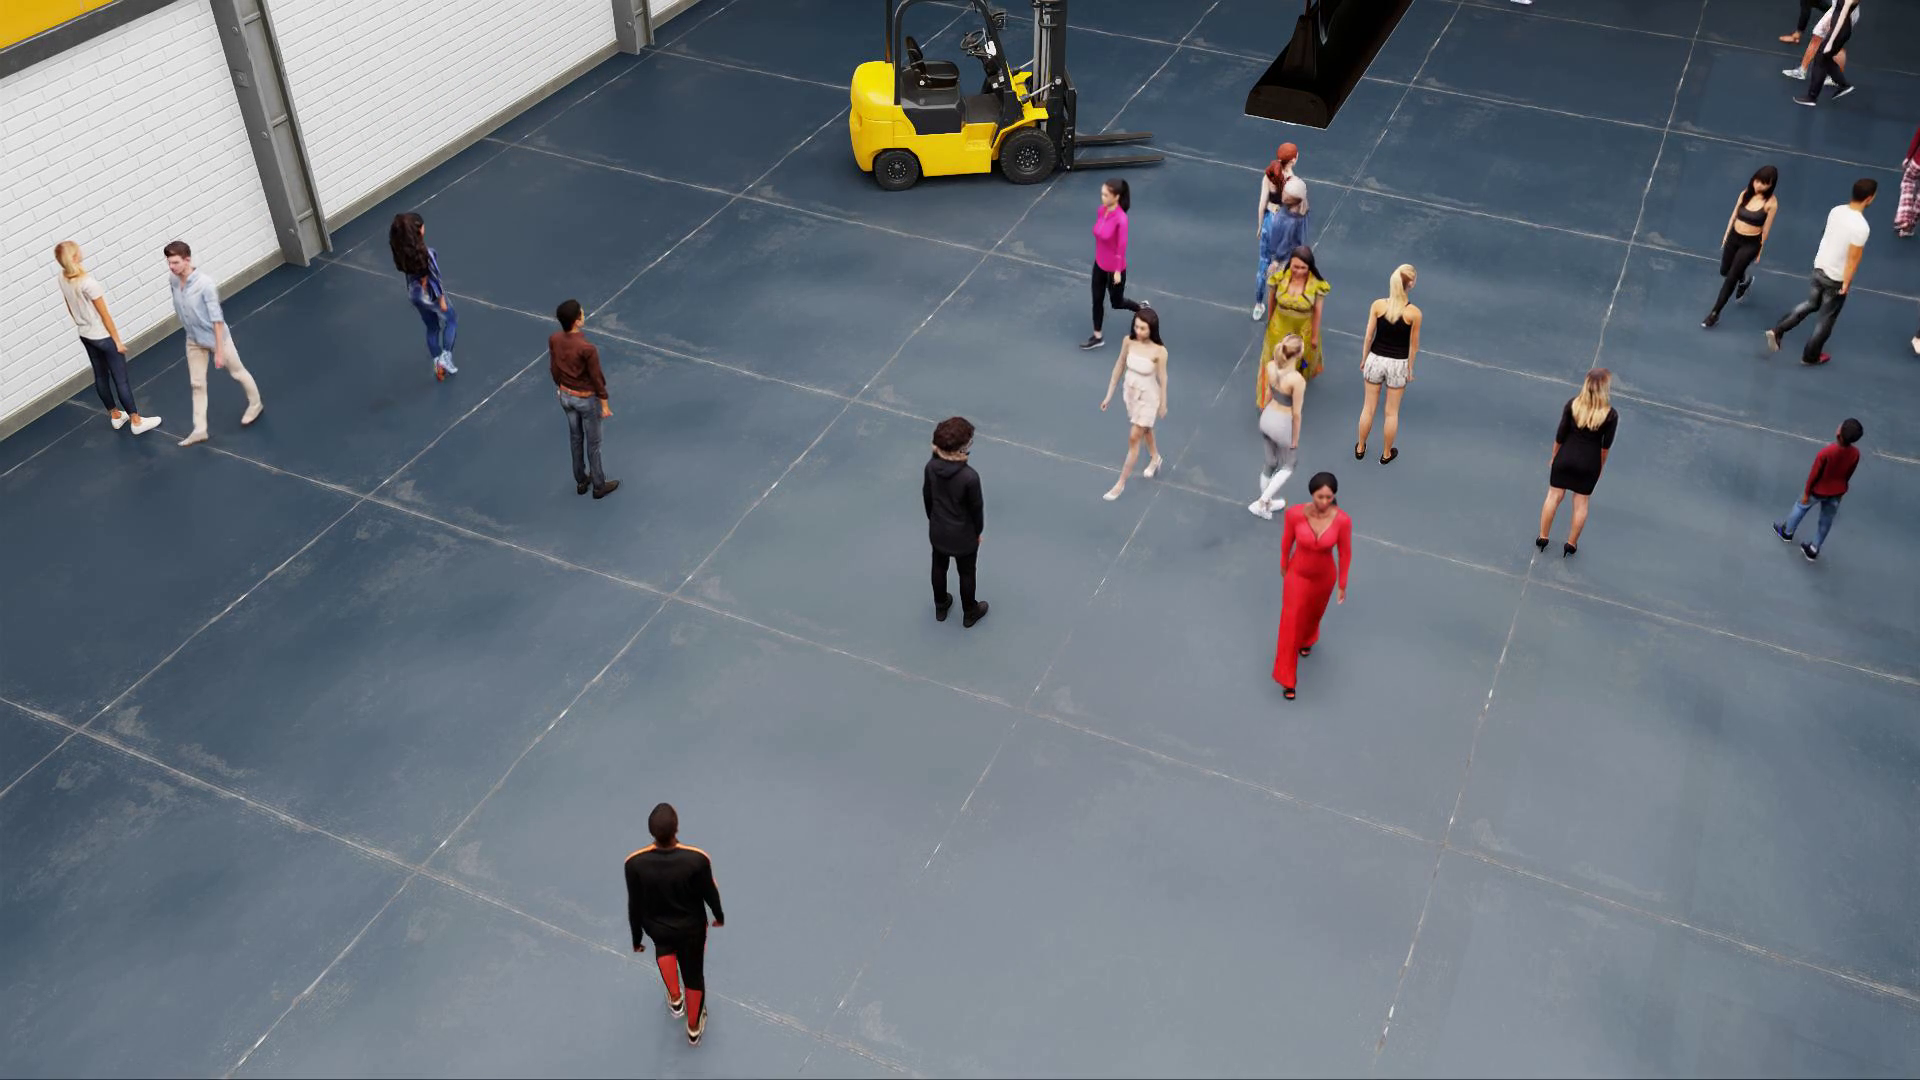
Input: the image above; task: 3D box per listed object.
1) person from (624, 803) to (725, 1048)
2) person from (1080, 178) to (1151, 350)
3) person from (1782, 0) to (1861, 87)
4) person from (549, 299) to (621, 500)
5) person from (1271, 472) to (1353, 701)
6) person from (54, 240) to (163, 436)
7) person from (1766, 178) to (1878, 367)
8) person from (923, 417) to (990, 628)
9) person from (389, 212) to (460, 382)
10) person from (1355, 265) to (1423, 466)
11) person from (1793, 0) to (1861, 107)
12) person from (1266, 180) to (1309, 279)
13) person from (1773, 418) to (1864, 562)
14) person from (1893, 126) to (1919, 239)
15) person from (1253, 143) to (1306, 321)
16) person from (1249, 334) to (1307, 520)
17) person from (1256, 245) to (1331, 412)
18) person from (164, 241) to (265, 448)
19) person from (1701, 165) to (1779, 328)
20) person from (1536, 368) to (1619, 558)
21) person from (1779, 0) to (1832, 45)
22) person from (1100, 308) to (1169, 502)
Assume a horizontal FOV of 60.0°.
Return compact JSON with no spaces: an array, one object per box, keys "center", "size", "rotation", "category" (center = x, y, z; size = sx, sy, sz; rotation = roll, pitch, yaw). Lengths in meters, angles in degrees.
[{"center":[-1.586,2.196,9.214],"size":[0.810,1.793,0.850],"rotation":[-3,39,-3],"category":"person"},{"center":[1.448,-2.530,15.228],"size":[1.035,1.683,0.878],"rotation":[-23,44,-26],"category":"person"},{"center":[10.567,-6.257,19.796],"size":[0.958,1.796,0.988],"rotation":[14,41,17],"category":"person"},{"center":[-3.061,-1.129,13.391],"size":[0.659,1.776,0.526],"rotation":[18,42,21],"category":"person"},{"center":[2.491,0.211,11.749],"size":[0.856,1.741,1.206],"rotation":[5,39,6],"category":"person"},{"center":[-7.305,-1.717,14.101],"size":[0.587,1.809,0.501],"rotation":[18,42,21],"category":"person"},{"center":[7.775,-2.404,14.996],"size":[0.990,1.776,0.947],"rotation":[-6,39,-7],"category":"person"},{"center":[-0.041,-0.106,12.111],"size":[0.611,1.775,0.574],"rotation":[18,42,21],"category":"person"},{"center":[-4.786,-2.119,14.767],"size":[0.631,1.606,0.591],"rotation":[21,43,24],"category":"person"},{"center":[3.537,-1.453,13.741],"size":[0.594,1.846,0.512],"rotation":[18,42,21],"category":"person"},{"center":[10.299,-5.868,19.357],"size":[0.660,1.737,0.751],"rotation":[17,42,20],"category":"person"},{"center":[3.058,-2.628,15.359],"size":[0.808,1.673,0.539],"rotation":[25,45,28],"category":"person"},{"center":[6.722,-0.362,12.858],"size":[0.677,1.243,0.779],"rotation":[-1,39,-1],"category":"person"},{"center":[9.819,-3.811,16.821],"size":[0.637,1.686,0.623],"rotation":[17,42,20],"category":"person"},{"center":[2.977,-2.870,15.570],"size":[0.557,1.787,0.564],"rotation":[18,42,21],"category":"person"},{"center":[2.448,-0.853,13.112],"size":[0.806,1.693,0.718],"rotation":[-25,45,-28],"category":"person"},{"center":[2.898,-1.844,14.406],"size":[0.895,1.637,1.257],"rotation":[10,40,12],"category":"person"},{"center":[-6.302,-1.746,14.132],"size":[0.703,1.815,1.090],"rotation":[12,40,15],"category":"person"},{"center":[7.391,-2.786,15.589],"size":[1.039,1.622,0.823],"rotation":[-26,45,-29],"category":"person"},{"center":[4.744,-0.587,12.792],"size":[0.548,1.677,0.464],"rotation":[18,42,21],"category":"person"},{"center":[10.836,-7.003,20.729],"size":[0.712,1.798,0.922],"rotation":[22,44,25],"category":"person"},{"center":[1.539,-1.163,13.495],"size":[1.062,1.699,0.810],"rotation":[-30,48,-32],"category":"person"}]
